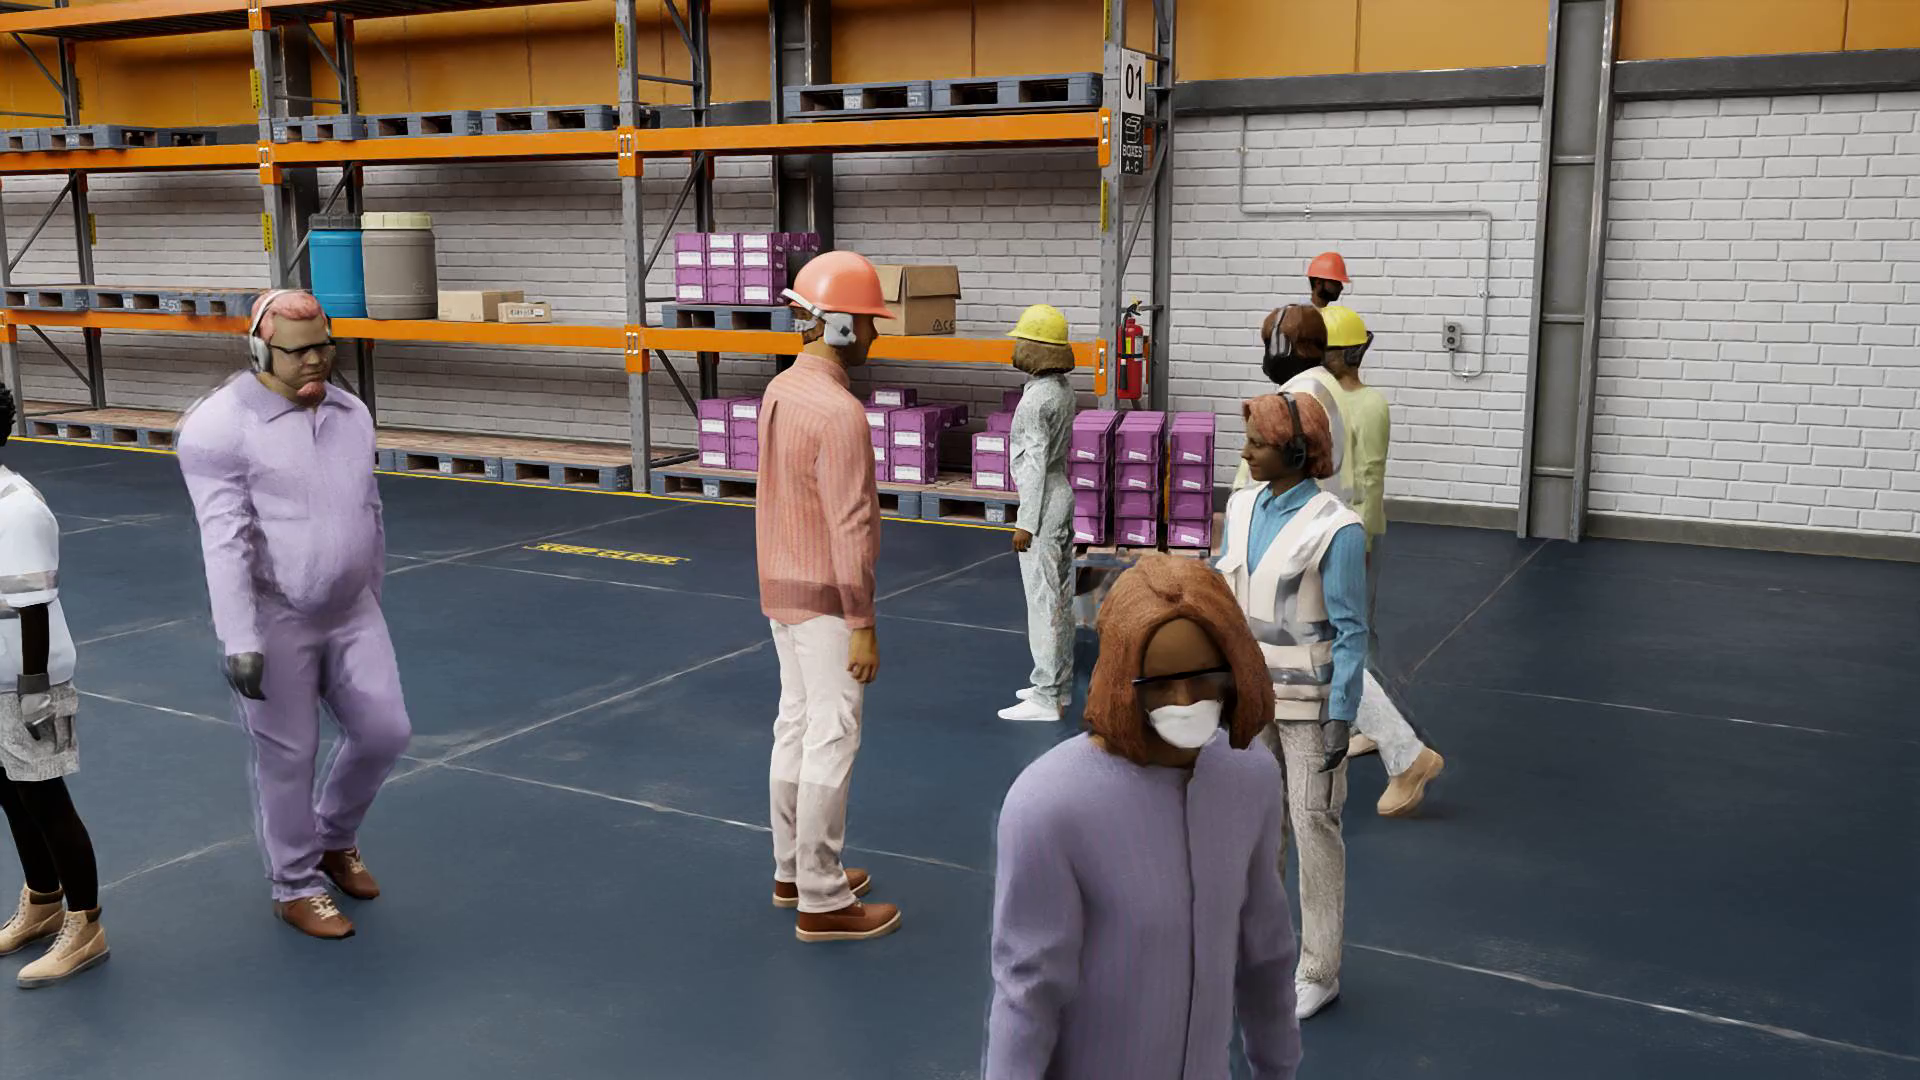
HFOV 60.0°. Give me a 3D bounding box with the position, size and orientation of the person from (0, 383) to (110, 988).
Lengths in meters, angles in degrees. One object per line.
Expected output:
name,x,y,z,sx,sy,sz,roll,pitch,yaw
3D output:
person,-2.601,0.370,4.520,0.539,1.693,0.319,8,13,38

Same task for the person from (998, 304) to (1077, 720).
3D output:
person,0.333,-0.112,6.999,0.287,1.746,0.487,3,11,17

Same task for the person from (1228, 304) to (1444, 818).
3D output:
person,1.280,0.071,5.891,0.898,1.805,0.654,3,11,17

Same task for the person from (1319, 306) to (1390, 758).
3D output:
person,1.479,-0.035,6.544,0.343,1.759,0.535,-3,11,-18

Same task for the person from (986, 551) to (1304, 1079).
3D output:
person,0.245,0.800,2.327,0.552,1.618,0.445,-9,13,-39

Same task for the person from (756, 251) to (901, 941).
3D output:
person,-0.376,0.171,4.809,0.413,1.982,0.623,-5,11,-24

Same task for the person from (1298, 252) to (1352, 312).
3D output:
person,2.381,-0.945,11.097,0.417,1.925,0.561,9,14,42

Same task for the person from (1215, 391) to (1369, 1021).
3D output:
person,0.844,0.428,4.333,0.313,1.636,0.517,-6,12,-29

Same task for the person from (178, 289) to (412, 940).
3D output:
person,-1.868,0.227,4.783,0.427,1.880,0.641,7,12,33
